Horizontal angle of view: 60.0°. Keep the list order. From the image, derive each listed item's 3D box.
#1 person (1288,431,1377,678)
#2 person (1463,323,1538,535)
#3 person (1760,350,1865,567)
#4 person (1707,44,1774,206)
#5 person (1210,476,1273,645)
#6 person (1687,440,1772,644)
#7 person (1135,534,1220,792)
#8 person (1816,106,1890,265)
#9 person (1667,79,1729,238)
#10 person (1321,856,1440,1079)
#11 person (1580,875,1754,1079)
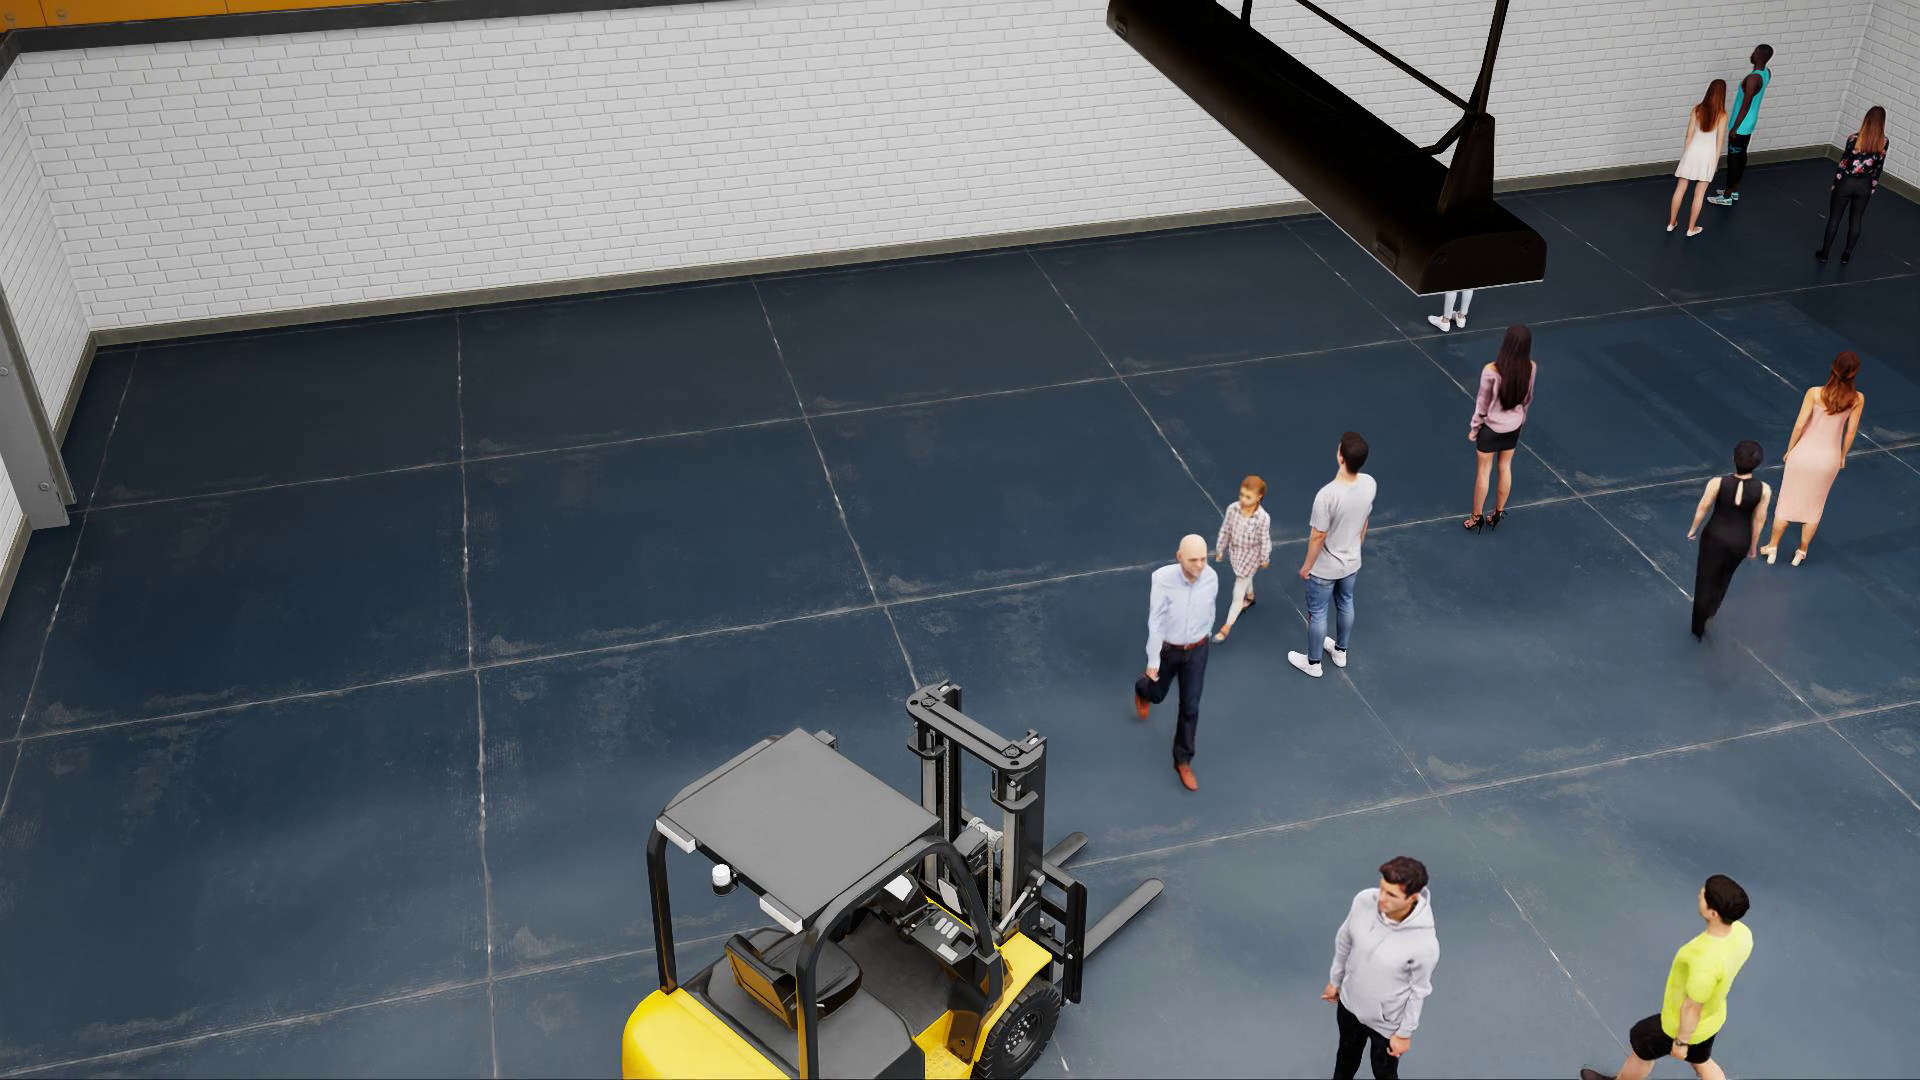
[{"bbox_3d":[2.588,0.100,11.473,0.732,1.888,0.655,-18,38,-25],"label":"person"},{"bbox_3d":[4.215,-0.857,12.983,0.632,1.811,0.547,-5,34,-8],"label":"person"},{"bbox_3d":[6.474,-0.611,12.594,0.655,1.832,0.670,10,35,14],"label":"person"},{"bbox_3d":[8.831,-4.679,18.733,0.704,1.810,0.701,27,42,35],"label":"person"},{"bbox_3d":[2.099,0.074,12.069,0.953,1.271,0.904,28,43,35],"label":"person"},{"bbox_3d":[5.432,0.061,11.809,0.777,1.582,0.854,8,35,12],"label":"person"},{"bbox_3d":[1.370,0.686,10.698,0.691,1.771,1.134,-6,34,-9],"label":"person"},{"bbox_3d":[9.358,-3.715,17.399,0.655,1.683,0.660,8,34,12],"label":"person"},{"bbox_3d":[8.020,-4.152,18.029,0.624,1.712,0.708,25,41,33],"label":"person"},{"bbox_3d":[2.058,2.263,8.180,0.829,1.931,0.701,-25,41,-33],"label":"person"},{"bbox_3d":[3.711,2.380,8.235,0.963,1.677,1.178,-26,42,-34],"label":"person"}]
